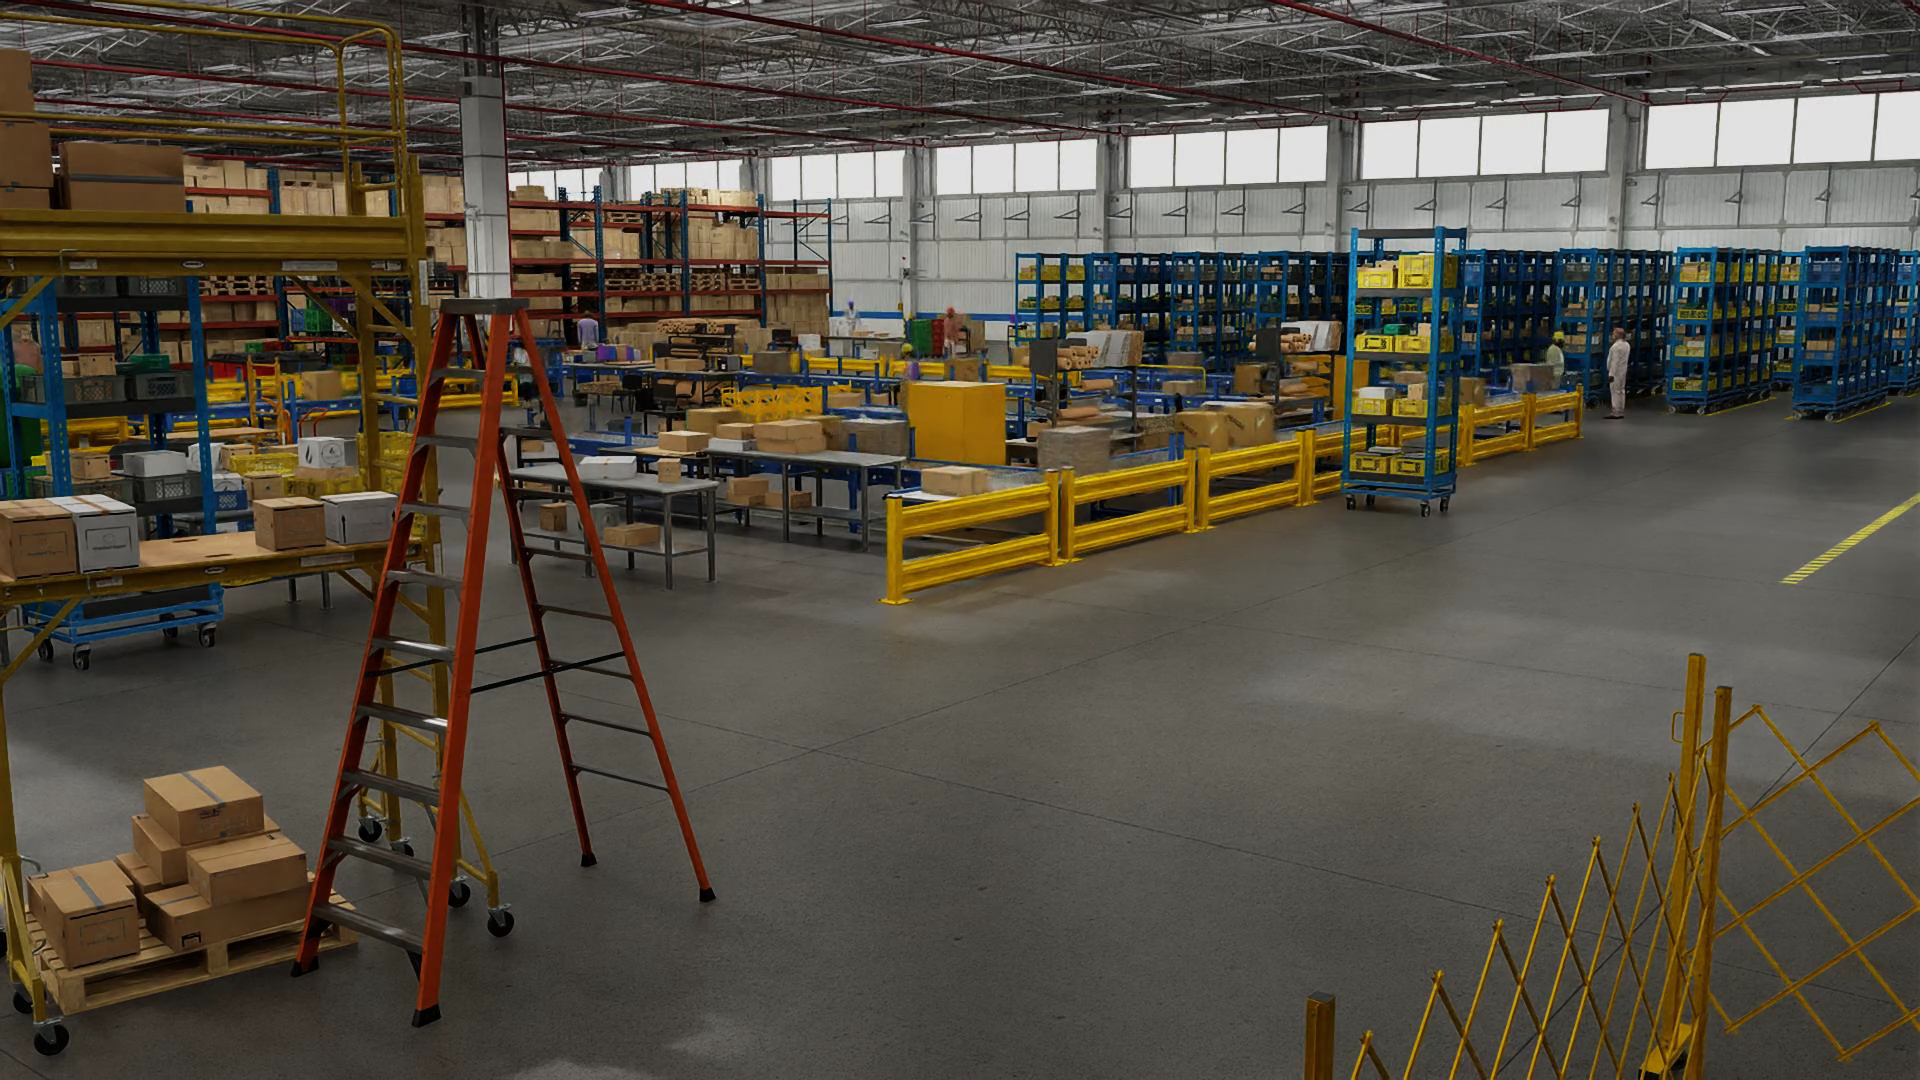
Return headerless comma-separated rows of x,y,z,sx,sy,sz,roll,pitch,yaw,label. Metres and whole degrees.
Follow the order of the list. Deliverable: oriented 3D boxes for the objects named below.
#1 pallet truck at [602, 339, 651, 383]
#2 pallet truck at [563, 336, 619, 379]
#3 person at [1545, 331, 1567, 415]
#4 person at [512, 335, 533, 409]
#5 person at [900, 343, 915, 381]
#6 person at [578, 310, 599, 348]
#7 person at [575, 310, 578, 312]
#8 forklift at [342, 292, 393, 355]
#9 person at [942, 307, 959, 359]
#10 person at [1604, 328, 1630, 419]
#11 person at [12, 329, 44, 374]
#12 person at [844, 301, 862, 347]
-8.991,-4.871,45.351,0.653,1.274,1.630,7,11,37,pallet truck
-10.690,-5.294,48.215,1.601,1.201,0.680,-5,10,-26,pallet truck
12.701,-3.585,35.744,0.607,1.808,0.610,6,11,32,person
-9.774,-3.733,37.079,0.549,1.663,0.750,4,10,22,person
-0.878,-2.771,30.860,0.597,1.748,0.529,1,9,9,person
-11.321,-6.036,50.686,0.624,1.931,0.377,-1,9,-9,person
-16.502,-9.380,71.946,0.622,1.788,0.919,7,11,37,person
-16.485,-5.622,45.120,1.129,2.768,1.873,7,11,37,forklift
-0.336,-6.346,52.441,0.653,1.973,0.629,7,11,37,person
13.699,-3.469,34.717,0.403,1.904,0.651,8,12,42,person
-20.152,-3.634,35.945,0.653,1.860,1.046,-8,12,-40,person
-4.391,-8.872,68.462,0.736,1.879,0.989,-4,10,-24,person
